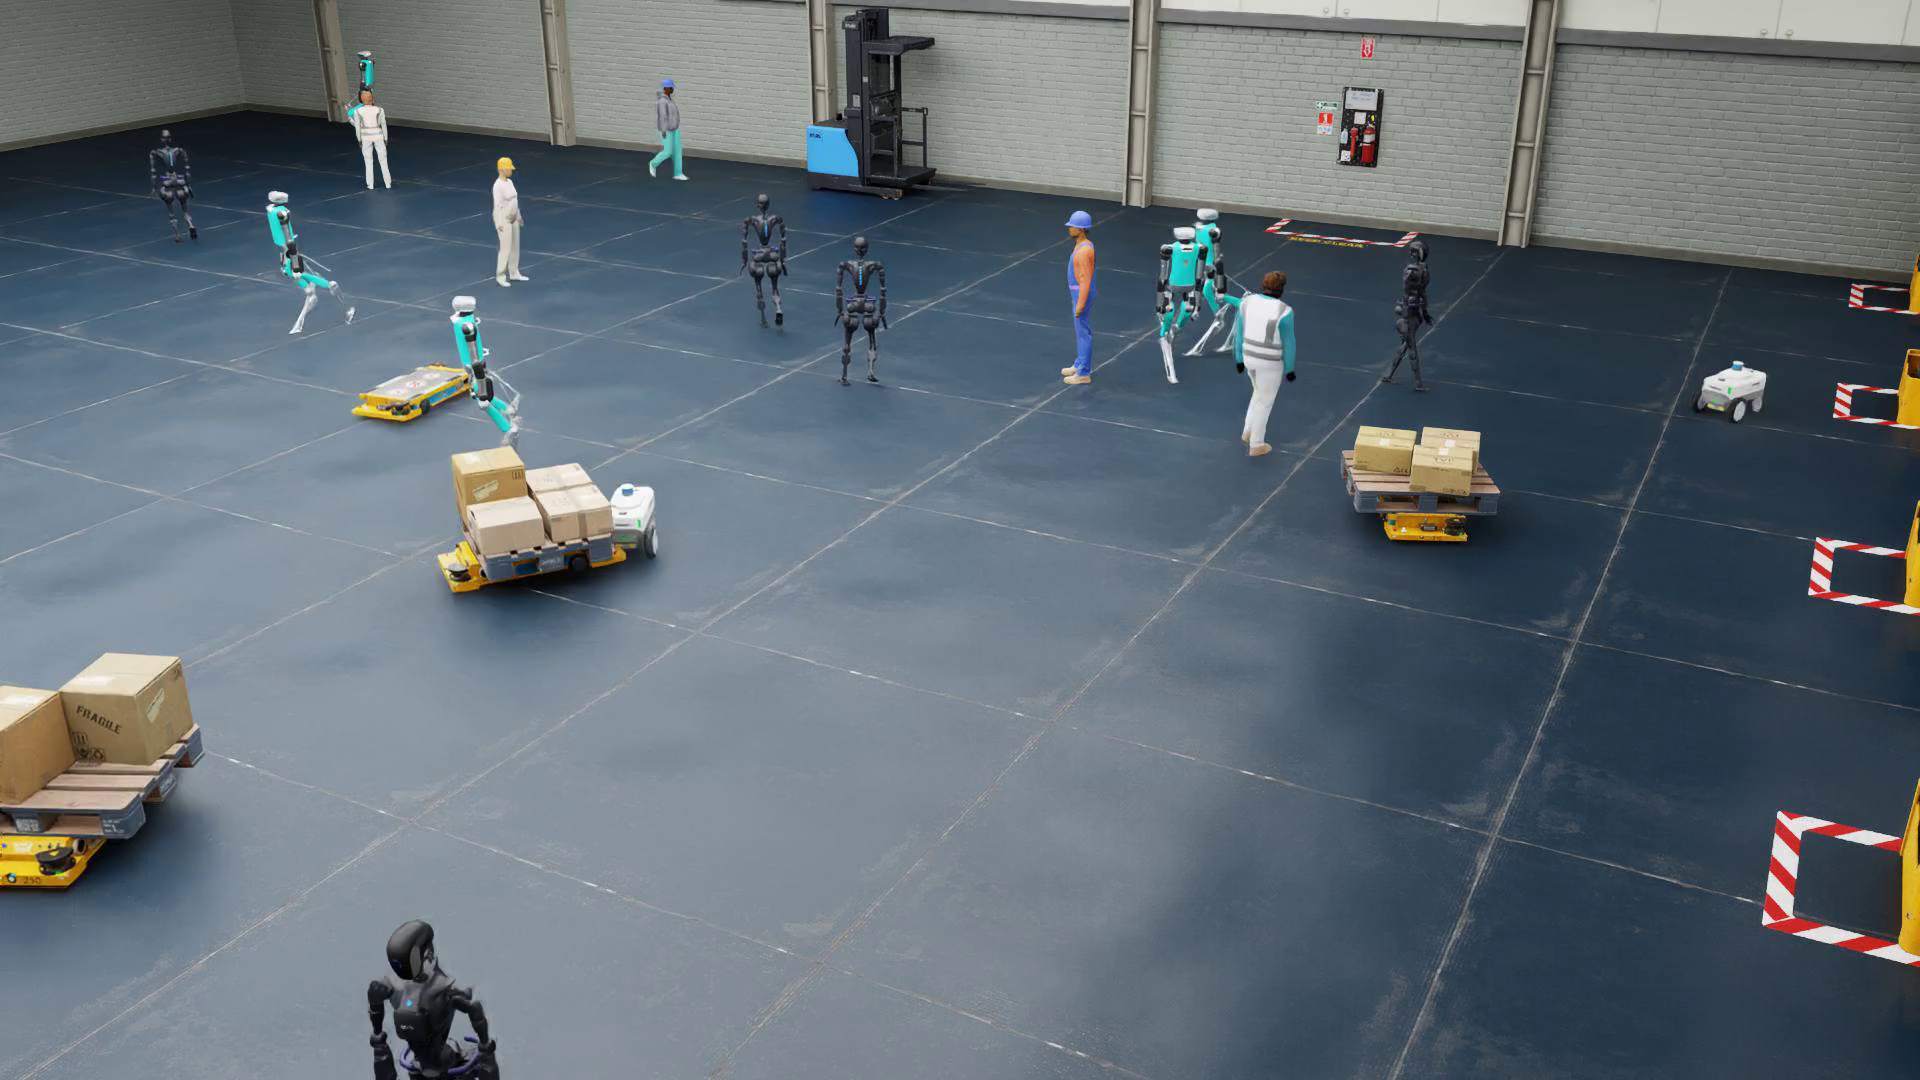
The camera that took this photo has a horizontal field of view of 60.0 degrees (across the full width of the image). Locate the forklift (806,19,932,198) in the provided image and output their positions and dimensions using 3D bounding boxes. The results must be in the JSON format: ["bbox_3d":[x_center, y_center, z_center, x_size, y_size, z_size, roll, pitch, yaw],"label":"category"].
[{"bbox_3d":[-1.573,-7.292,27.850,1.873,2.768,1.129,12,26,25],"label":"forklift"}]

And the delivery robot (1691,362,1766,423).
[{"bbox_3d":[8.096,-1.560,17.453,0.796,0.612,0.499,-16,28,-32],"label":"delivery robot"}]

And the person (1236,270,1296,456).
[{"bbox_3d":[3.000,-1.721,16.200,0.503,1.826,0.624,-16,28,-32],"label":"person"}]

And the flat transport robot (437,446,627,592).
[{"bbox_3d":[-3.558,0.130,13.859,1.431,0.231,0.659,-11,26,-24],"label":"flat transport robot"}]

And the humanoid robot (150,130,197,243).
[{"bbox_3d":[-11.591,-5.191,24.474,0.599,1.647,0.459,-18,29,-36],"label":"humanoid robot"}]

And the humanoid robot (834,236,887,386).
[{"bbox_3d":[-1.088,-2.488,18.173,0.584,1.639,0.411,-1,23,-3],"label":"humanoid robot"}]

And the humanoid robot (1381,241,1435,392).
[{"bbox_3d":[4.977,-2.437,18.076,0.676,1.640,0.600,17,28,34],"label":"humanoid robot"}]

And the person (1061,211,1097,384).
[{"bbox_3d":[1.324,-2.666,18.291,0.368,1.910,0.522,1,23,2],"label":"person"}]

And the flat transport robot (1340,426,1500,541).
[{"bbox_3d":[4.084,-0.338,14.949,0.659,0.231,1.431,1,23,3],"label":"flat transport robot"}]

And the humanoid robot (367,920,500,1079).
[{"bbox_3d":[-2.166,2.321,6.979,0.597,1.656,0.347,5,24,11],"label":"humanoid robot"}]

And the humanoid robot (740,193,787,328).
[{"bbox_3d":[-2.383,-3.390,20.280,0.585,1.646,0.438,-8,24,-18],"label":"humanoid robot"}]

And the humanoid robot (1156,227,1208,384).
[{"bbox_3d":[2.362,-2.666,18.573,0.546,1.801,0.909,-4,24,-10],"label":"humanoid robot"}]

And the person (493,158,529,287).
[{"bbox_3d":[-6.082,-4.269,22.313,0.352,1.691,0.531,4,24,10],"label":"person"}]

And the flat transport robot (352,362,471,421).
[{"bbox_3d":[-5.808,-1.597,17.880,0.659,0.231,1.431,8,25,19],"label":"flat transport robot"}]

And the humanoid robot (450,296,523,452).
[{"bbox_3d":[-4.356,-1.393,15.669,0.686,1.891,0.551,-11,26,-24],"label":"humanoid robot"}]

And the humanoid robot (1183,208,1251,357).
[{"bbox_3d":[3.042,-2.944,19.187,0.825,1.789,0.549,-8,25,-19],"label":"humanoid robot"}]

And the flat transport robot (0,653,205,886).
[{"bbox_3d":[-5.475,1.660,10.298,0.659,0.231,1.431,1,23,2],"label":"flat transport robot"}]

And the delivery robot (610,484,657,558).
[{"bbox_3d":[-2.826,-0.189,14.228,0.499,0.586,0.765,0,23,-1],"label":"delivery robot"}]

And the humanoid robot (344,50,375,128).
[{"bbox_3d":[-11.631,-8.592,32.137,0.735,1.677,0.533,1,23,3],"label":"humanoid robot"}]

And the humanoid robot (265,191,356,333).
[{"bbox_3d":[-7.863,-3.404,20.270,0.967,1.773,0.539,-18,29,-35],"label":"humanoid robot"}]

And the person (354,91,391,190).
[{"bbox_3d":[-9.961,-6.777,28.216,0.508,1.629,0.314,-8,24,-18],"label":"person"}]

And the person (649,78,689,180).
[{"bbox_3d":[-5.088,-7.114,28.827,0.602,1.756,0.550,9,25,20],"label":"person"}]
